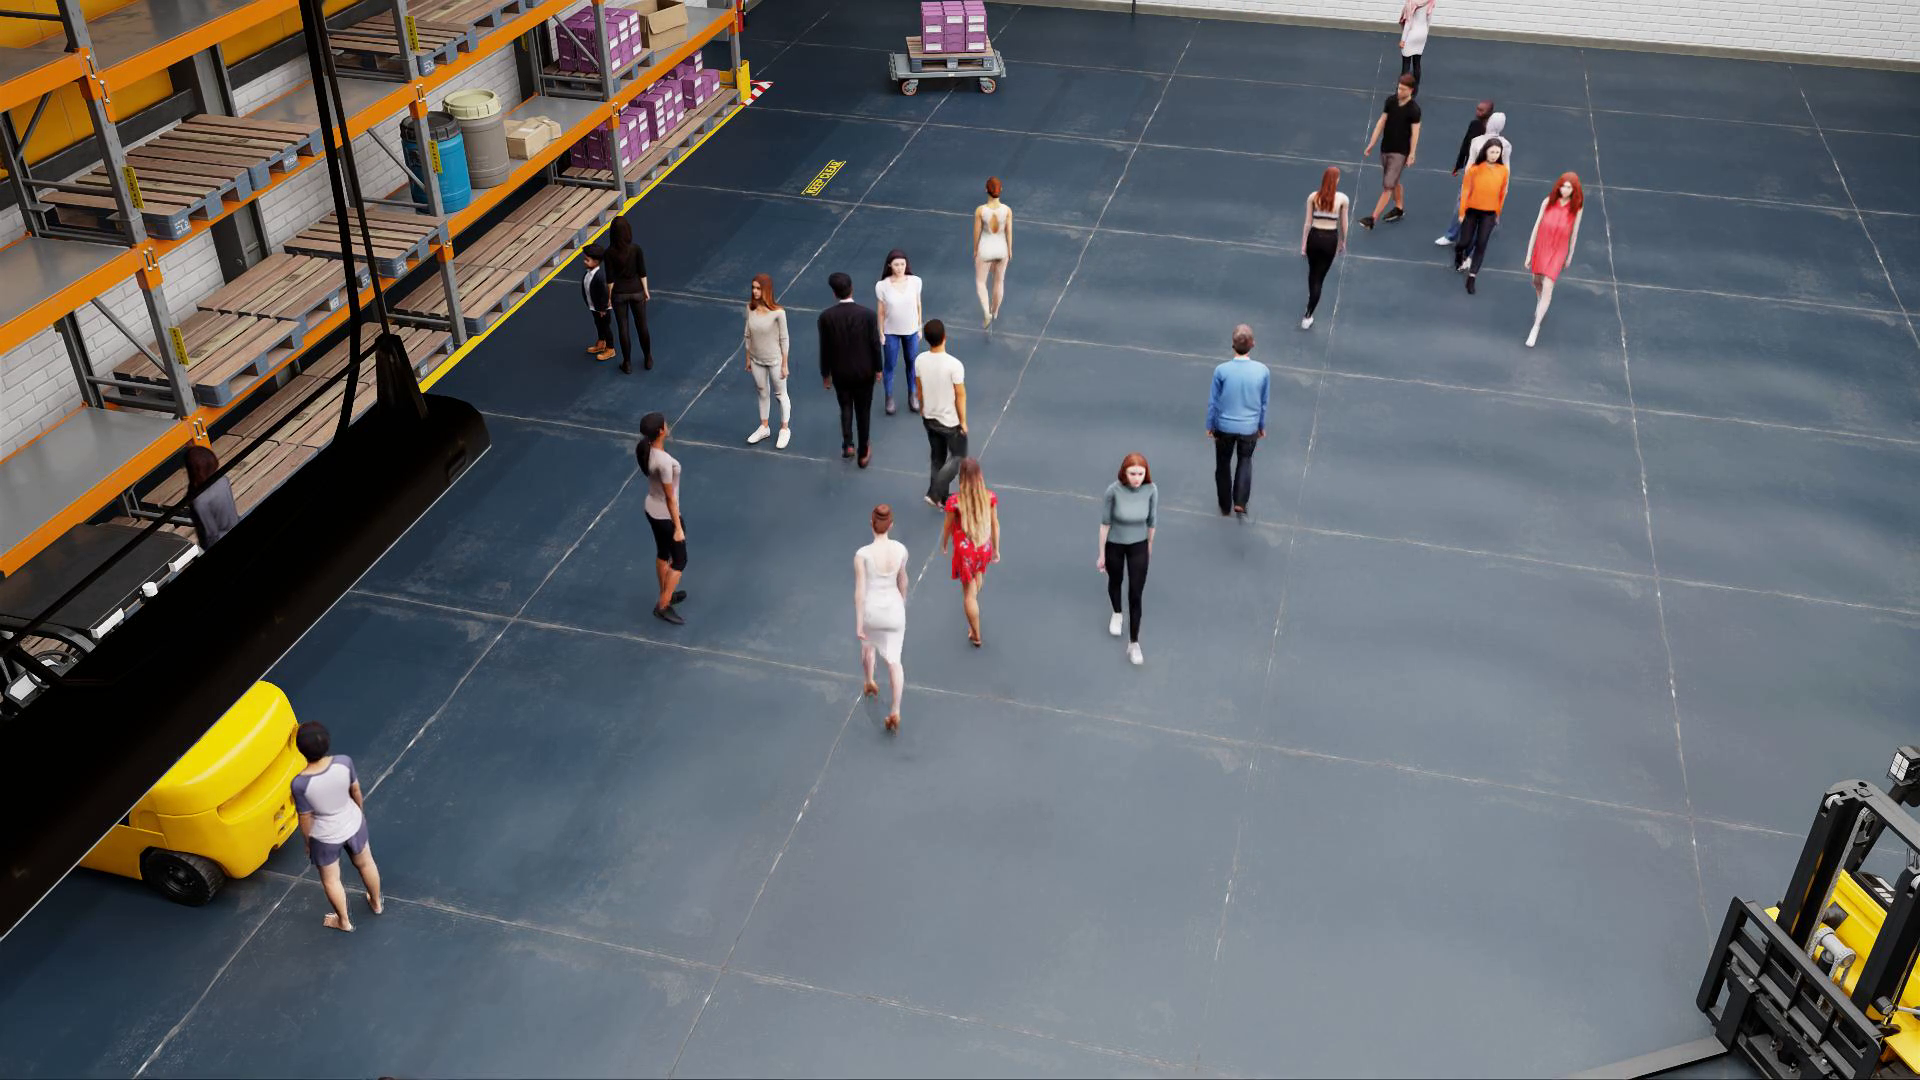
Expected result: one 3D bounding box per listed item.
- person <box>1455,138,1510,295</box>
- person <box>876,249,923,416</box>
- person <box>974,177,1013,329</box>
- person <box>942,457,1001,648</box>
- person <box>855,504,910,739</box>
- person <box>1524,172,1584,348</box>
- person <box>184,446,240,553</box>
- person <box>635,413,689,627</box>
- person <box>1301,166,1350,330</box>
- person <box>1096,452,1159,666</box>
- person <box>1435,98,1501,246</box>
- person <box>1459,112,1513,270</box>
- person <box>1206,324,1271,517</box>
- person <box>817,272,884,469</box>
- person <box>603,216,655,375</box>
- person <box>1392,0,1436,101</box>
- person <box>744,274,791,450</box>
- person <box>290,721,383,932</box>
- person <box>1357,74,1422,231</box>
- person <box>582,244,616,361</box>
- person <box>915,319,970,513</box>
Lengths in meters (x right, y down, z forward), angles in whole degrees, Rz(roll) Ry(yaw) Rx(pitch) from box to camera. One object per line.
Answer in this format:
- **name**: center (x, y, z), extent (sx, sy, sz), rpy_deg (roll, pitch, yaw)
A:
- **person**: center (5.670, -3.588, 18.205), extent (0.709, 1.728, 0.927), rpy_deg (3, 34, 4)
- **person**: center (-0.570, -1.981, 15.830), extent (0.675, 1.682, 0.694), rpy_deg (-10, 35, -14)
- **person**: center (0.345, -2.974, 17.370), extent (0.762, 1.629, 0.947), rpy_deg (-4, 34, -6)
- **person**: center (0.106, 0.131, 12.754), extent (0.852, 1.568, 1.011), rpy_deg (-8, 34, -12)
- **person**: center (-0.535, 0.620, 11.857), extent (0.852, 1.747, 0.964), rpy_deg (-12, 36, -18)
- **person**: center (6.103, -2.959, 17.204), extent (0.809, 1.788, 1.228), rpy_deg (19, 38, 26)
- **person**: center (-5.603, 0.053, 12.692), extent (0.711, 1.768, 0.530), rpy_deg (2, 34, 3)
- **person**: center (-2.338, -0.173, 13.063), extent (0.883, 1.734, 0.849), rpy_deg (-17, 37, -23)
- **person**: center (3.767, -3.017, 17.366), extent (0.629, 1.706, 1.056), rpy_deg (10, 35, 15)
- **person**: center (1.257, 0.029, 12.776), extent (0.741, 1.714, 0.993), rpy_deg (2, 34, 3)
- **person**: center (6.020, -4.271, 19.248), extent (1.099, 1.712, 1.159), rpy_deg (-11, 35, -16)
- **person**: center (5.835, -3.867, 18.620), extent (0.855, 1.734, 1.158), rpy_deg (21, 39, 29)
- **person**: center (2.370, -0.958, 14.173), extent (0.752, 1.812, 0.805), rpy_deg (2, 34, 3)
- **person**: center (-0.978, -1.471, 14.901), extent (0.759, 1.859, 0.715), rpy_deg (5, 34, 7)
- **person**: center (-3.304, -2.444, 16.561), extent (0.644, 1.642, 0.674), rpy_deg (-12, 35, -18)
- **person**: center (6.400, -7.084, 23.396), extent (0.745, 1.804, 0.792), rpy_deg (-14, 36, -21)
- **person**: center (-1.765, -1.673, 15.338), extent (0.630, 1.713, 0.589), rpy_deg (13, 36, 19)
- **person**: center (-3.878, 1.769, 10.294), extent (0.723, 1.564, 0.617), rpy_deg (26, 42, 34)
- **person**: center (5.197, -4.597, 19.644), extent (1.210, 1.815, 1.145), rpy_deg (-19, 38, -26)
- **person**: center (-3.677, -2.442, 16.934), extent (0.640, 1.227, 0.588), rpy_deg (-20, 39, -28)
- **person**: center (-0.203, -1.004, 14.267), extent (0.809, 1.784, 0.871), rpy_deg (21, 39, 28)
